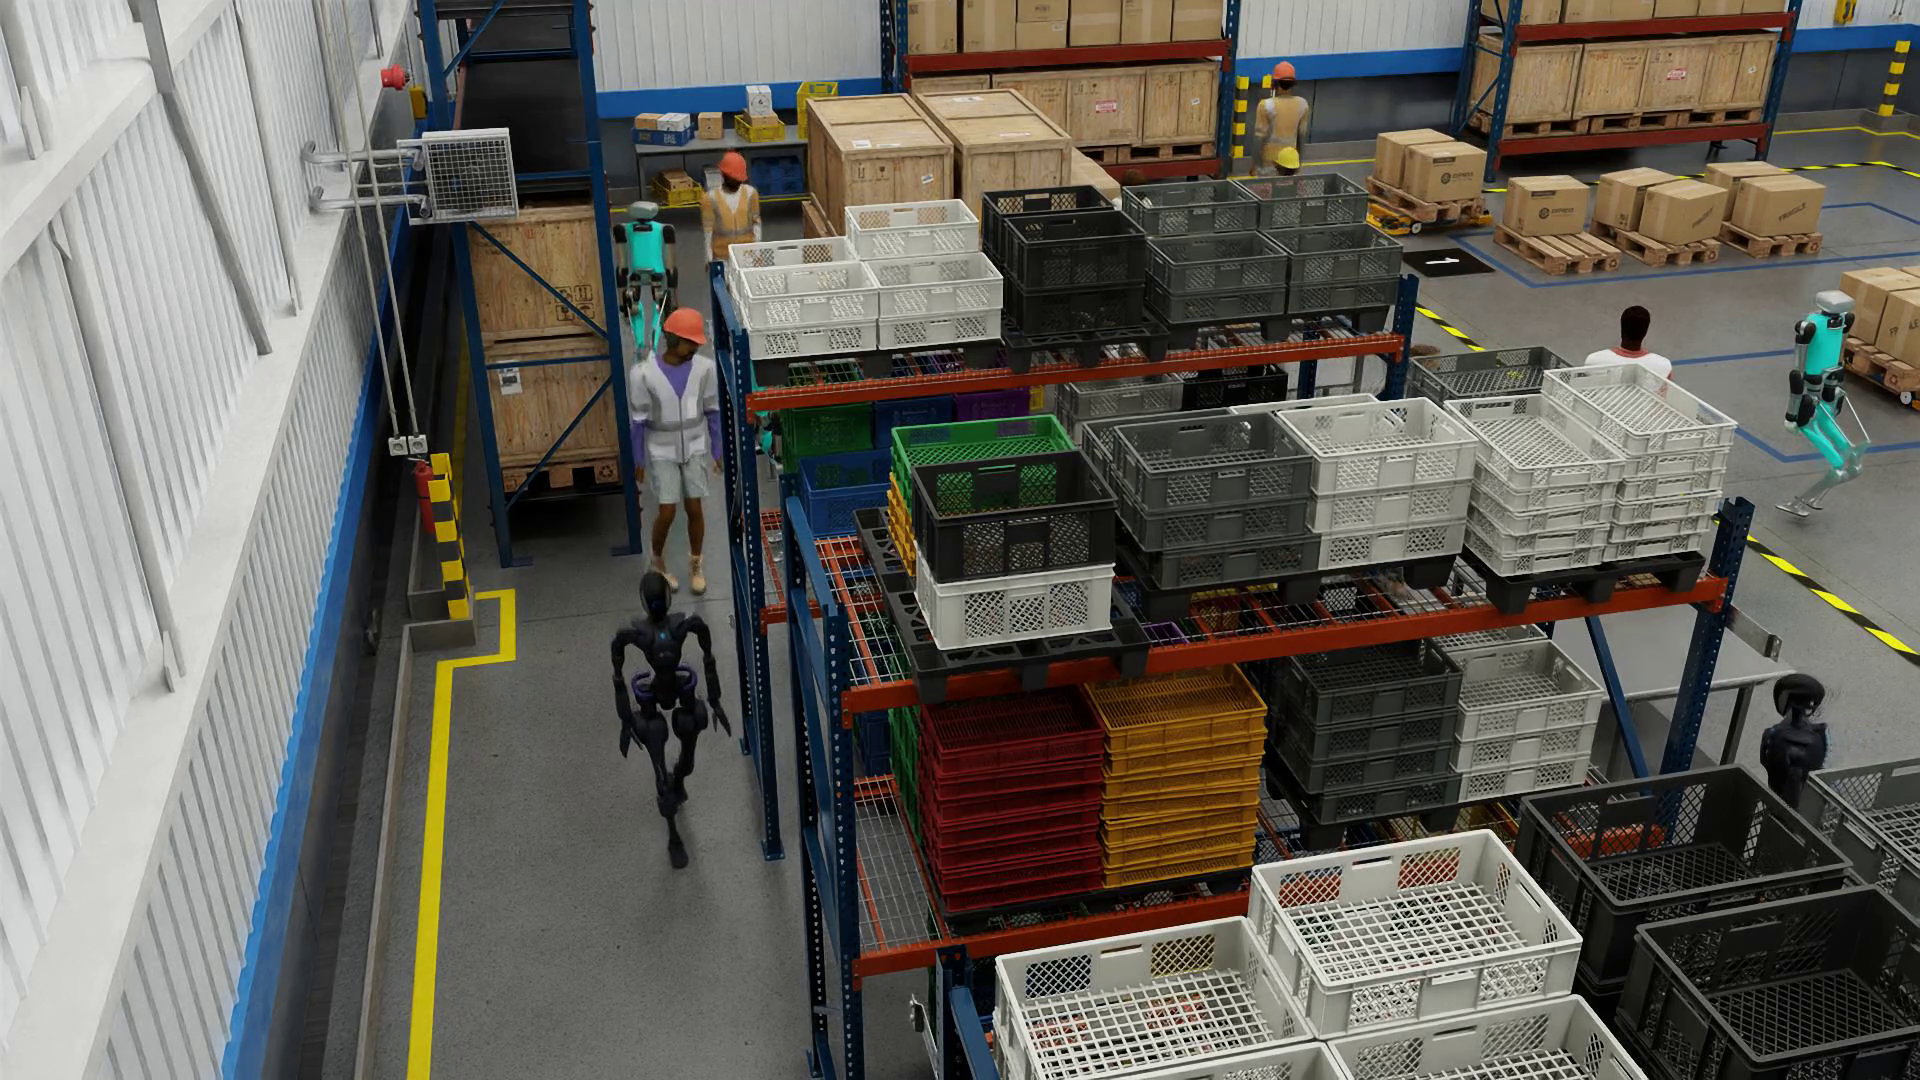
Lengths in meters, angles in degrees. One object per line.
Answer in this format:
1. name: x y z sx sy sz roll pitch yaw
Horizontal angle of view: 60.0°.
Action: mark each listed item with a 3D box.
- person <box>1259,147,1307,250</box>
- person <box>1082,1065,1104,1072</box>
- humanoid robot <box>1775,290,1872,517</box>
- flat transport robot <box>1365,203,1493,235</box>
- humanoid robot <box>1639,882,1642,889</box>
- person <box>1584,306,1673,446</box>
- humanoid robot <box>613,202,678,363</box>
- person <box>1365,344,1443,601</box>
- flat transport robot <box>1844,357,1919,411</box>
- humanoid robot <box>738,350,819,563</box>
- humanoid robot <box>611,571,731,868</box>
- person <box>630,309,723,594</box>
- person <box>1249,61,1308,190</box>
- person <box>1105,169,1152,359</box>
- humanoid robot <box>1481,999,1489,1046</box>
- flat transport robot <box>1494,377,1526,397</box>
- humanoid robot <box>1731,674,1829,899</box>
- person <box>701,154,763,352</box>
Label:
1. person: 3.066 -2.943 16.041 0.525 1.751 0.509 -10 29 -18
2. person: 0.343 2.437 5.726 0.506 1.856 0.343 -17 32 -29
3. humanoid robot: 6.374 -0.938 12.107 0.533 1.677 0.735 -14 31 -25
4. flat transport robot: 5.353 -3.767 19.163 1.431 0.197 0.652 -10 29 -18
5. humanoid robot: 2.224 1.950 6.628 0.735 1.677 0.533 9 29 16
6. person: 4.575 -0.708 11.626 0.589 1.915 0.393 6 28 12
7. humanoid robot: -2.684 -1.954 14.159 0.532 1.718 0.997 2 28 3
8. person: 3.043 -0.442 11.201 0.553 1.832 0.520 10 30 19
9. flat transport robot: 8.473 -1.467 14.800 0.652 0.197 1.431 -6 28 -12
10. humanoid robot: -1.187 -0.731 11.804 0.675 1.754 0.544 -14 31 -25
11. humanoid robot: -1.553 0.892 8.914 0.595 1.648 0.783 -10 29 -18
12. person: -1.899 -0.586 11.295 0.645 1.999 0.438 -14 31 -24
13. person: 3.417 -4.132 17.985 0.612 2.040 0.388 -8 29 -16
14. person: 1.520 -2.416 14.941 0.429 1.846 0.624 22 35 35
15. humanoid robot: 2.260 2.221 6.342 0.770 1.862 0.533 -8 29 -14
16. flat transport robot: 4.780 -1.036 14.013 0.659 0.231 1.431 -6 28 -12
17. humanoid robot: 3.944 1.366 7.994 0.778 1.618 0.608 11 30 19
18. person: -2.086 -2.625 15.307 0.566 1.892 0.578 -12 30 -22
